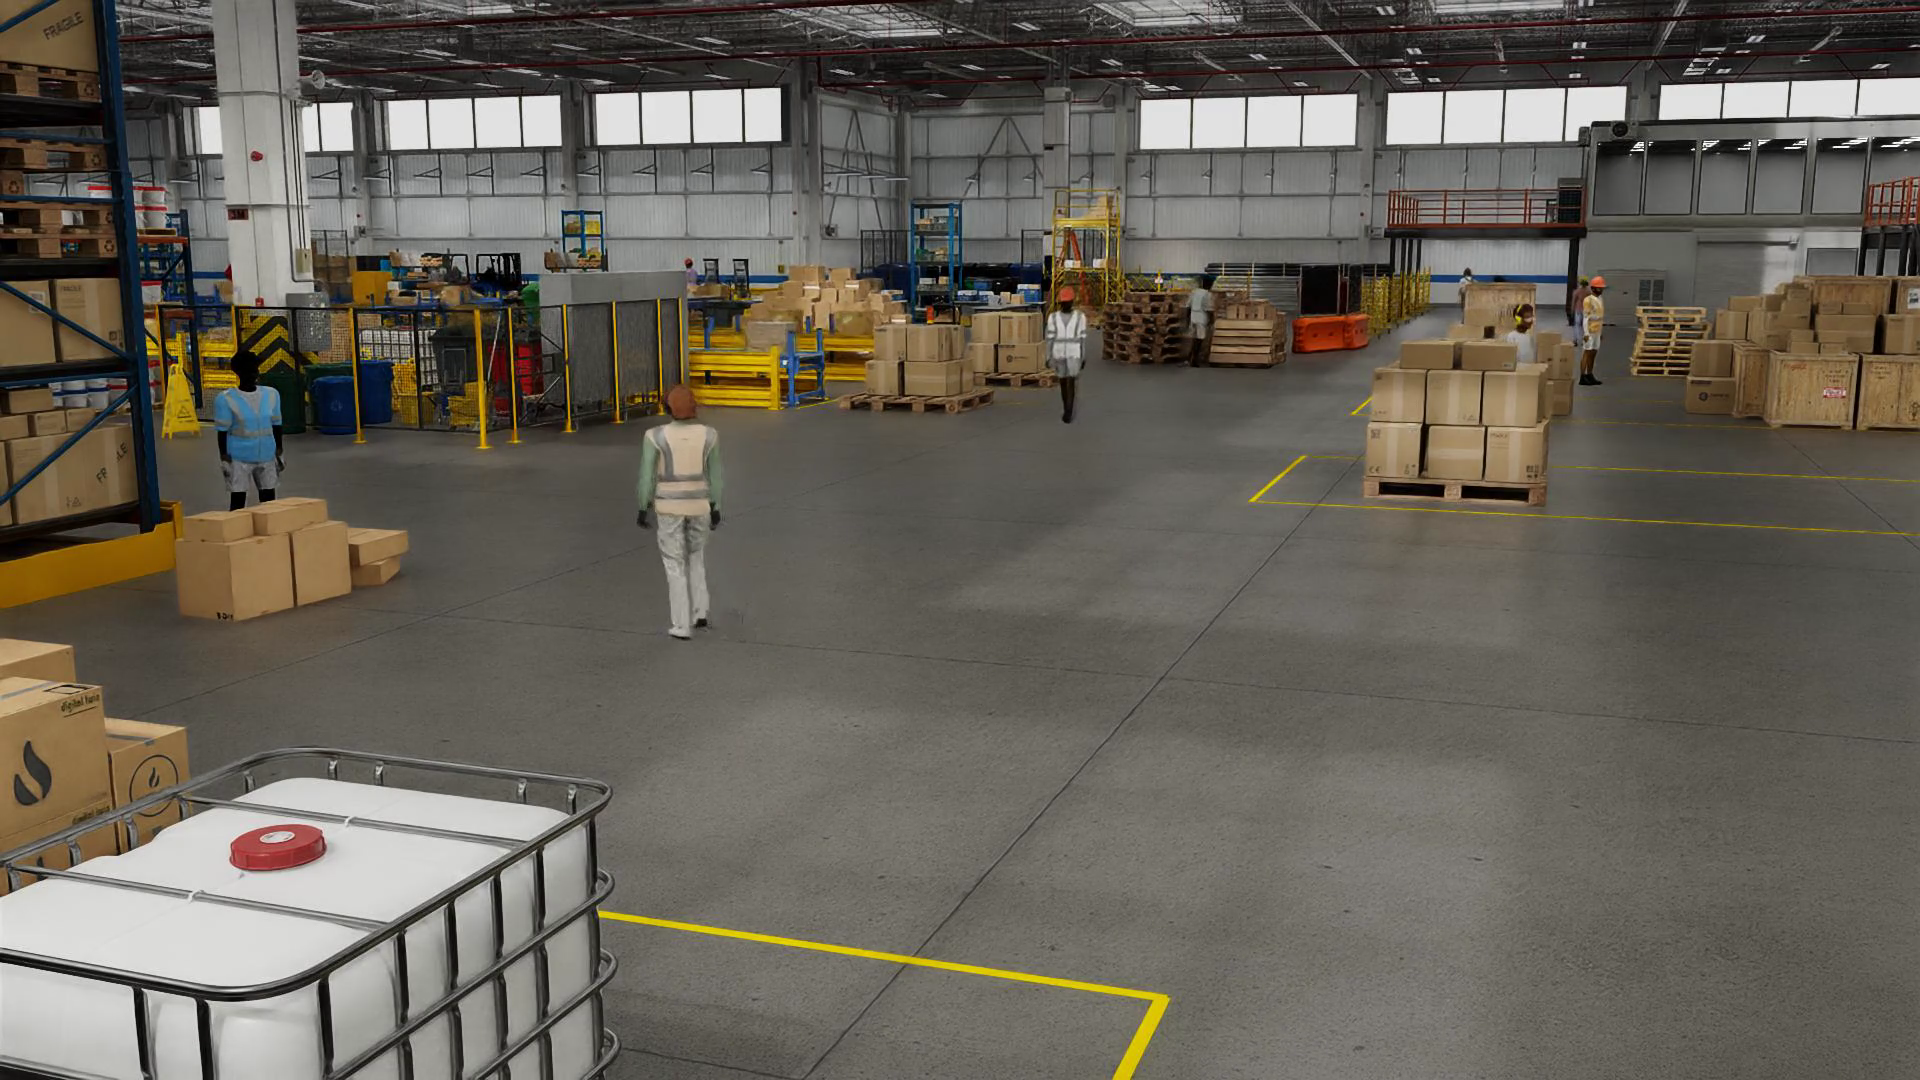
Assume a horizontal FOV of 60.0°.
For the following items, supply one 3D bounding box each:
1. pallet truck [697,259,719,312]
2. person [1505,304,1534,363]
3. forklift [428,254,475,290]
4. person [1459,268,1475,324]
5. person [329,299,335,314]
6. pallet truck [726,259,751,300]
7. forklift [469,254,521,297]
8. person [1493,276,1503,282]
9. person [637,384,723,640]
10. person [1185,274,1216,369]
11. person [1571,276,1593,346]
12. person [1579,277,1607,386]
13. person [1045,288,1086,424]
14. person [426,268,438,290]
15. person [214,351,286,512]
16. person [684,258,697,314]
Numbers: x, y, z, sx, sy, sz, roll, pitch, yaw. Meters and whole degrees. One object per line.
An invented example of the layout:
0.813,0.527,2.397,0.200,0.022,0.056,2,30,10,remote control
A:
-9.165,-9.627,62.776,0.823,1.965,1.885,4,11,23,pallet truck
6.214,-1.701,18.538,0.520,1.856,0.429,-8,13,-38,person
-20.133,-10.254,65.465,1.157,1.987,2.680,3,11,19,forklift
15.483,-7.390,50.706,0.512,1.820,0.821,-3,10,-14,person
-11.761,-3.713,30.587,0.671,1.601,0.535,8,13,39,person
-7.986,-9.493,62.019,0.823,1.965,1.885,3,11,17,pallet truck
-17.990,-10.121,64.684,1.157,1.987,2.680,3,11,17,forklift
10.488,-4.220,32.588,0.625,1.897,0.741,1,10,6,person
-1.788,-0.180,10.635,0.523,1.623,0.452,-6,12,-30,person
4.863,-4.411,33.643,0.429,1.914,0.714,-7,12,-34,person
15.462,-5.690,41.347,0.529,1.736,0.843,5,11,26,person
11.334,-3.726,29.713,0.553,1.935,0.364,-9,13,-40,person
1.482,-2.590,23.451,0.563,1.879,1.008,2,10,12,person
-18.499,-8.704,57.929,0.932,1.864,0.679,-3,10,-15,person
-5.599,-0.652,13.128,0.327,1.685,0.545,8,13,39,person
-9.349,-8.709,57.508,0.406,2.034,0.608,7,12,34,person
